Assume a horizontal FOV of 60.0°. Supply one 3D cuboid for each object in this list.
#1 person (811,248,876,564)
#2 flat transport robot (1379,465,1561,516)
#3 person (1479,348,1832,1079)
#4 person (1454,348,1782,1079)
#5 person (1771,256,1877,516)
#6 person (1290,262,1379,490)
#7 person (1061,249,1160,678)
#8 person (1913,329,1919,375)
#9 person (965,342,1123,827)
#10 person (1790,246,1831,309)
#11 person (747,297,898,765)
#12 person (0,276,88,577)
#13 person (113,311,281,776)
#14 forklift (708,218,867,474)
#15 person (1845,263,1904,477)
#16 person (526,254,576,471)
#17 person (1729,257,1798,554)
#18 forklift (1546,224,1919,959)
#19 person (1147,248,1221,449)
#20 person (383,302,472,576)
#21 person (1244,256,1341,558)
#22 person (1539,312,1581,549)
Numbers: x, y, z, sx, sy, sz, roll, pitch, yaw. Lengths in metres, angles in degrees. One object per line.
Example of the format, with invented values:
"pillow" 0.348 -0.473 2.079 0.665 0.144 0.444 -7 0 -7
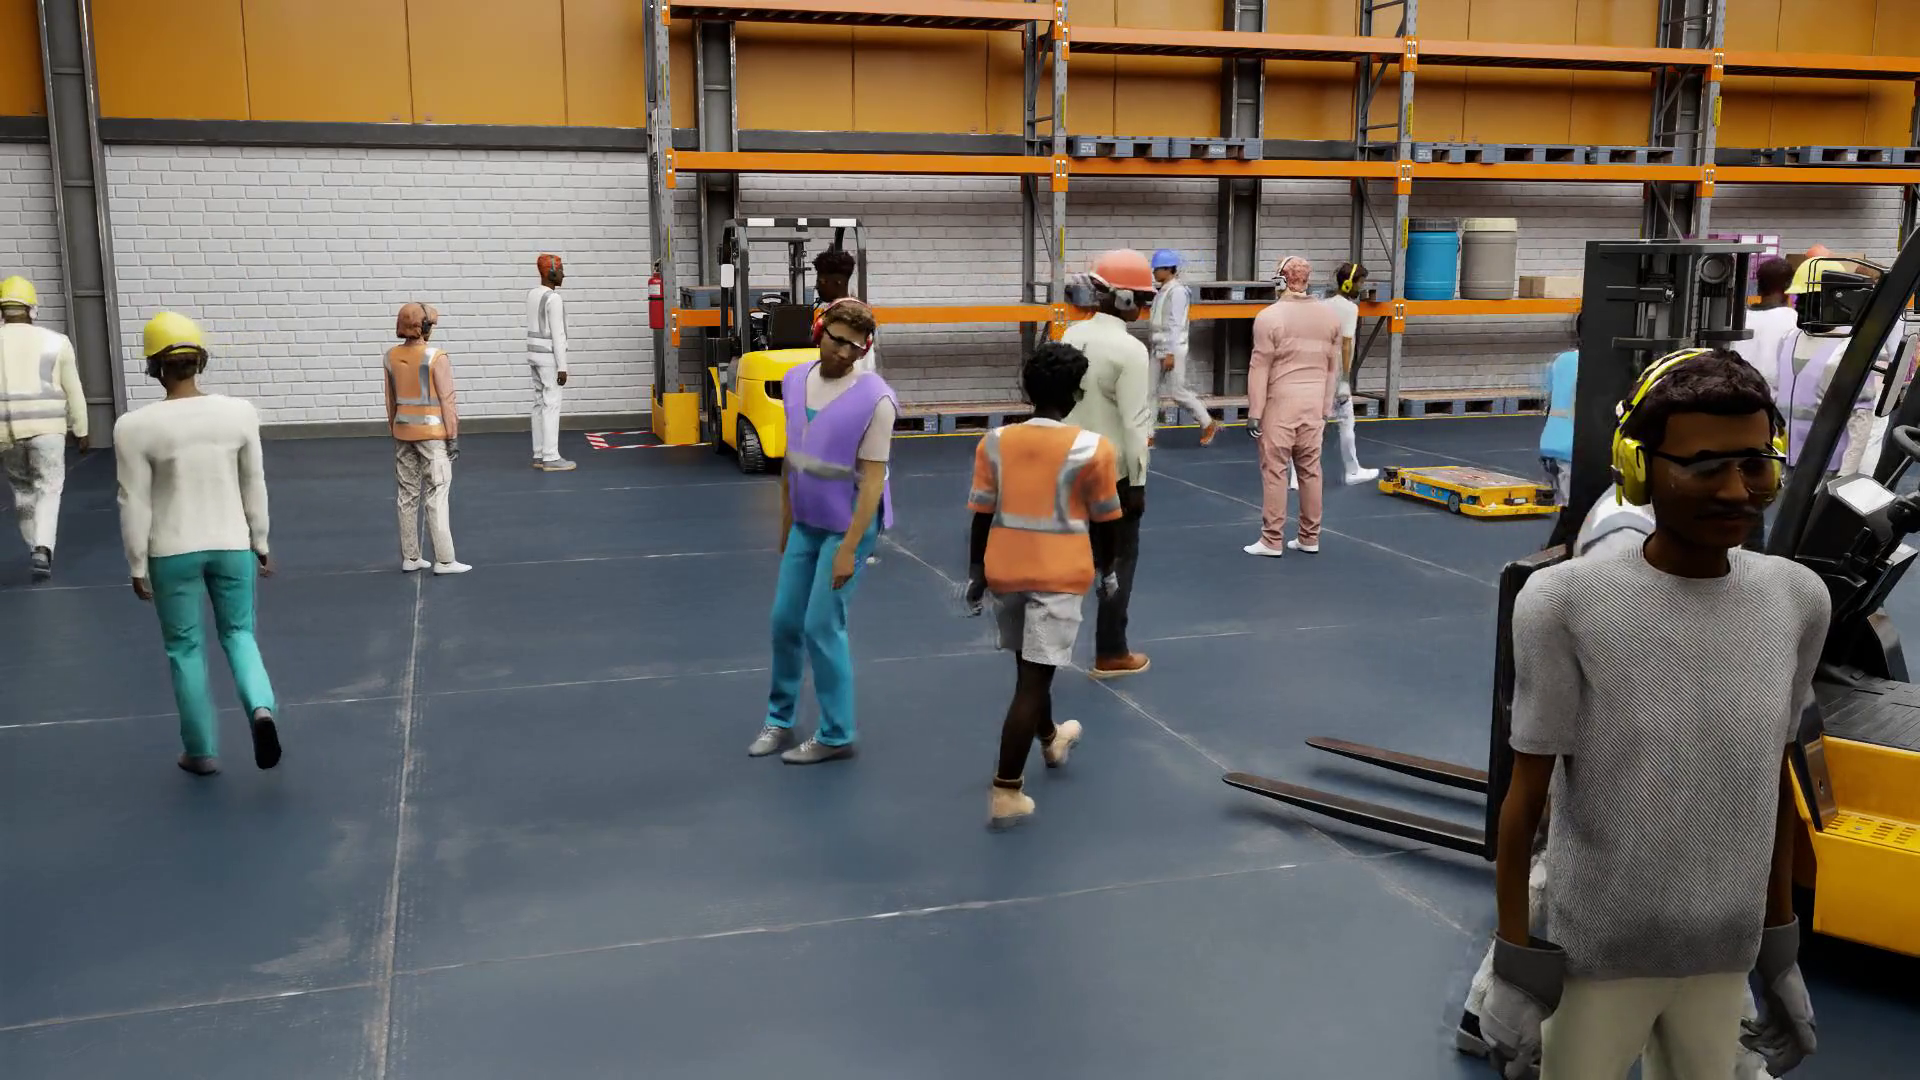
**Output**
"person" -0.750 -0.813 10.269 0.510 1.946 0.630 1 10 4
"flat transport robot" 3.824 -0.388 12.551 0.652 0.197 1.431 -3 11 -17
"person" 1.053 0.645 2.525 0.535 1.863 0.309 -2 10 -9
"person" 1.584 0.457 3.779 0.925 1.783 0.613 6 12 30
"person" 4.149 -0.408 8.122 0.388 1.927 0.589 -3 11 -15
"person" 3.033 -1.312 13.382 0.948 1.806 0.617 -6 12 -30
"person" 0.610 -0.322 7.530 0.563 1.970 0.631 -6 12 -31
"person" 8.809 -1.618 14.697 0.634 1.956 0.996 10 14 43
"person" 0.331 0.130 5.904 0.528 1.647 0.888 7 12 33
"person" 8.393 -1.925 16.412 0.553 1.933 0.368 -1 10 -3
"person" -0.503 -0.022 6.374 0.449 1.796 0.651 -10 14 -42
"person" -5.597 -0.684 10.003 0.603 1.799 0.882 -4 11 -19
"person" -2.787 0.040 6.126 0.541 1.751 0.533 -10 14 -42
"forklift" -1.522 -1.778 14.899 1.214 2.155 2.313 -3 11 -17
"person" 6.640 -1.119 12.274 0.430 1.838 0.619 -8 13 -38
"person" -3.579 -1.539 14.476 0.349 1.879 0.568 -8 13 -37
"person" 4.841 -0.760 10.107 0.643 1.901 0.600 -6 12 -30
"forklift" 2.909 0.117 4.508 2.313 2.155 1.214 9 14 40
"person" 2.037 -1.801 15.796 0.865 1.920 0.608 -3 11 -17
"person" -3.213 -0.598 9.961 0.511 1.637 0.307 5 11 25
"person" 2.083 -0.838 10.564 0.650 1.902 0.401 -5 12 -27
"person" 3.393 -0.465 9.129 0.483 1.669 0.553 -2 10 -9
